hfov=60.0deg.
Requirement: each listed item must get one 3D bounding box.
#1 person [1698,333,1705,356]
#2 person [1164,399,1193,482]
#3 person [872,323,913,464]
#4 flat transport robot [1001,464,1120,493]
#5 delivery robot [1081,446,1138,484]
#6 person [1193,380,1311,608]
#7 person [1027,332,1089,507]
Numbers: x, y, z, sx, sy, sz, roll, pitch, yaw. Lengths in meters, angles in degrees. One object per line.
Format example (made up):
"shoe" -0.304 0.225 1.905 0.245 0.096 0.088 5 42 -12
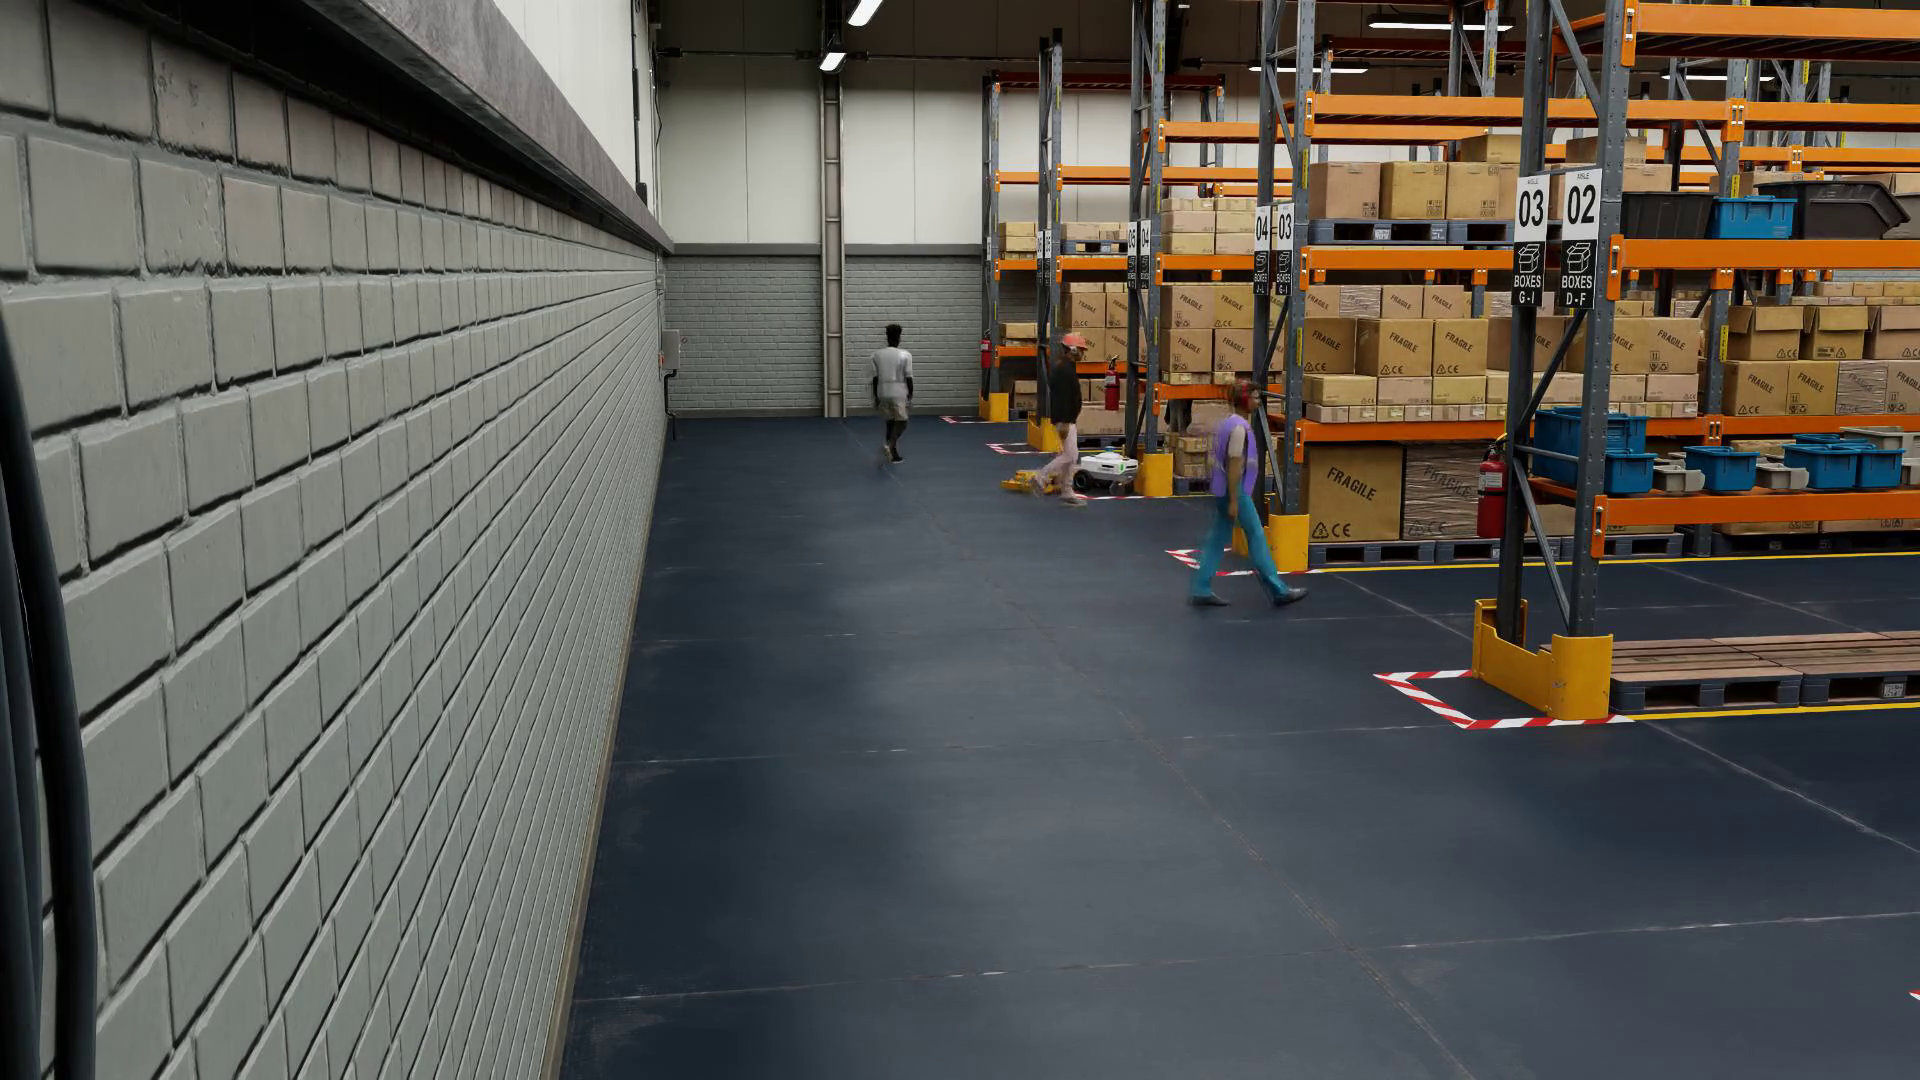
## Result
"person" 7.853 -1.241 17.969 1.077 1.987 0.628 -2 9 -11
"person" 2.704 -1.606 20.623 0.333 1.860 0.510 -4 10 -25
"person" -0.932 -1.977 22.642 0.606 1.947 0.646 4 10 23
"flat transport robot" 1.237 -0.761 20.284 1.431 0.197 0.652 -8 13 -42
"delivery robot" 1.780 -0.872 19.810 0.477 0.478 0.707 -9 13 -42
"person" 2.276 -0.349 13.025 0.935 1.796 0.593 0 9 3
"person" 1.140 -1.344 18.656 0.609 1.965 0.649 1 9 7
